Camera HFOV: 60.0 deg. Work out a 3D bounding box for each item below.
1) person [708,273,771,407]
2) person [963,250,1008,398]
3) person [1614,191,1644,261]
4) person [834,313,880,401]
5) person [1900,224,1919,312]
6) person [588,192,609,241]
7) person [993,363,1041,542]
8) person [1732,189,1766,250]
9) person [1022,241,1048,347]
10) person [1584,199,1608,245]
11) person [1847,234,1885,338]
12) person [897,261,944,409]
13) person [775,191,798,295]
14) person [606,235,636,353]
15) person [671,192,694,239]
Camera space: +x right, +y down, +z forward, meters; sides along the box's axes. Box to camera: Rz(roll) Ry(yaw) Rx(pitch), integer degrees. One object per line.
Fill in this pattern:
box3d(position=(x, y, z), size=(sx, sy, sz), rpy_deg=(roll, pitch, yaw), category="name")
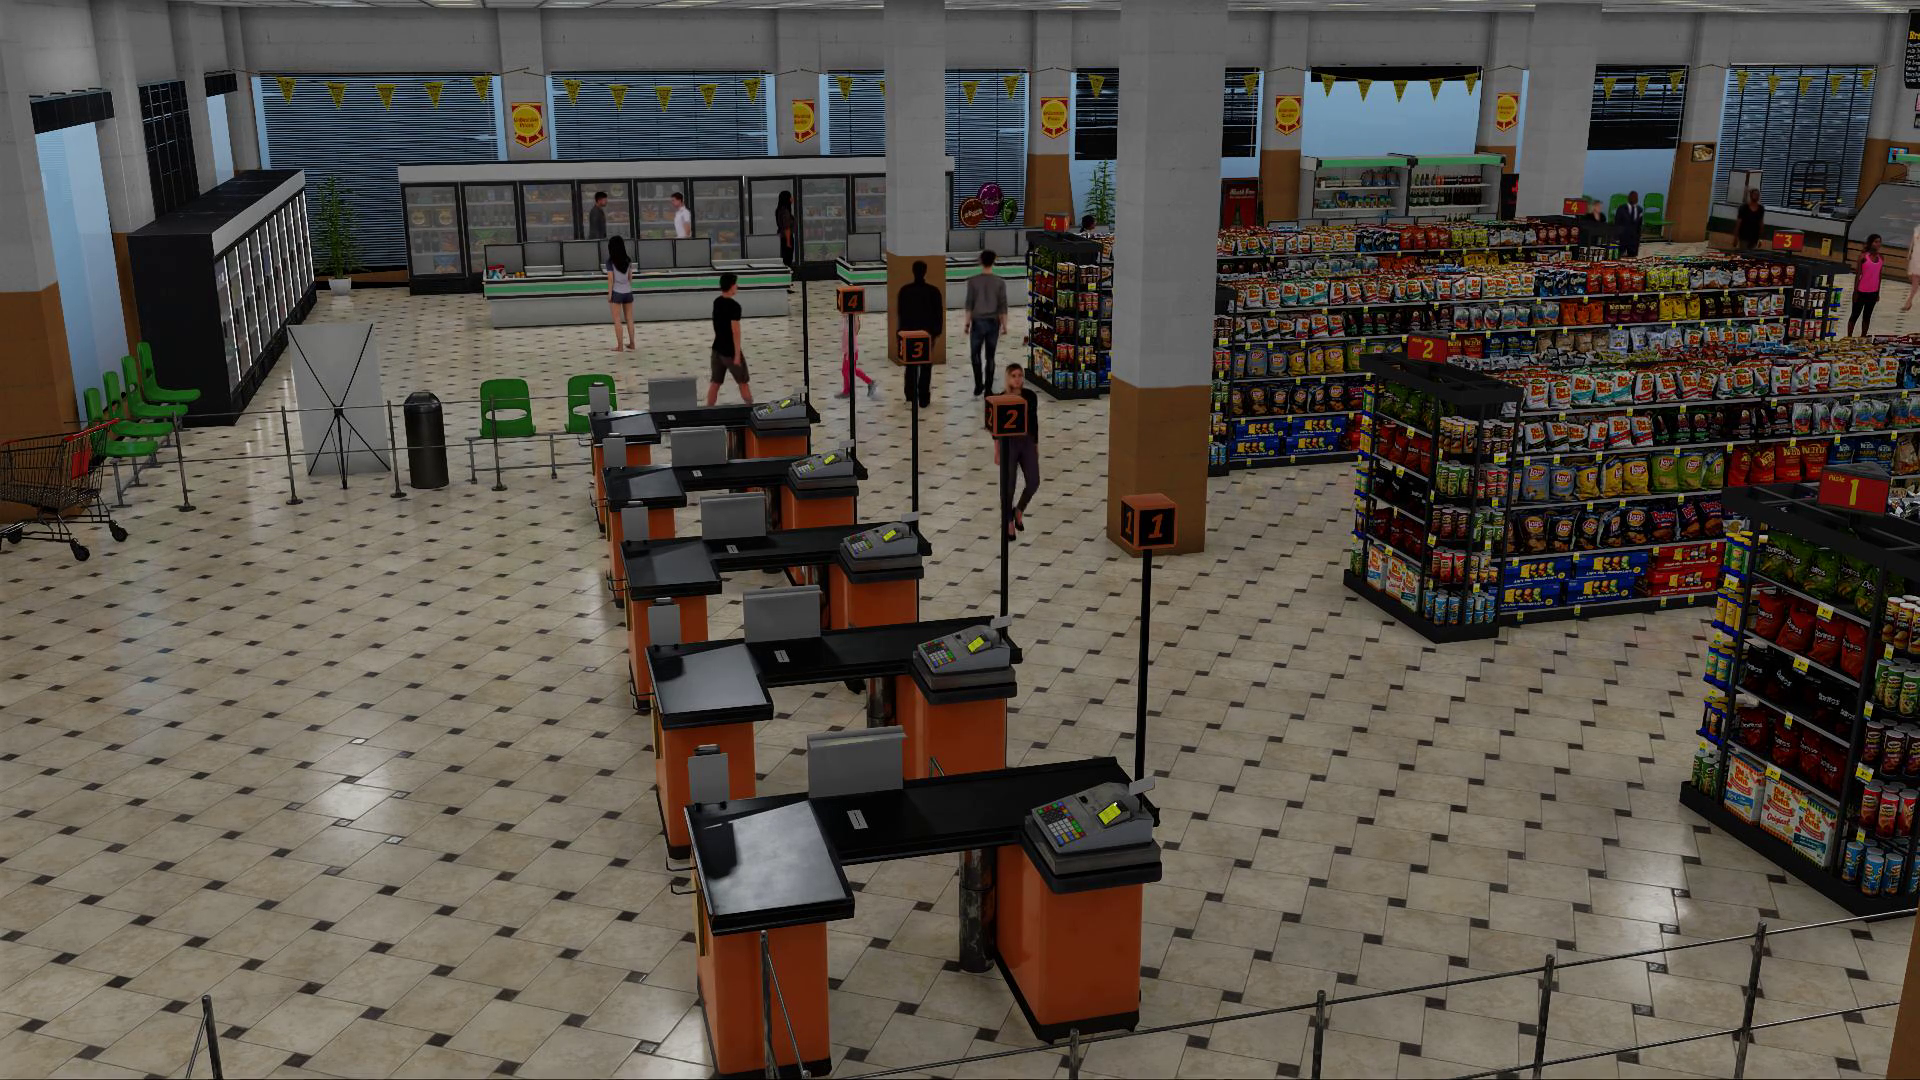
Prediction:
box3d(position=(-2.840, -2.218, 19.735), size=(1.089, 1.817, 1.260), rpy_deg=(14, 22, 39), category="person")
box3d(position=(0.321, -2.731, 21.298), size=(0.672, 1.891, 0.851), rpy_deg=(0, 17, 1), category="person")
box3d(position=(12.183, -5.481, 30.527), size=(1.219, 1.792, 0.945), rpy_deg=(0, 17, -1), category="person")
box3d(position=(-1.342, -2.411, 21.339), size=(0.863, 1.255, 0.682), rpy_deg=(3, 17, 9), category="person")
box3d(position=(16.388, -4.763, 28.287), size=(1.011, 1.719, 0.671), rpy_deg=(-7, 18, -21), category="person")
box3d(position=(-6.625, -5.347, 30.008), size=(0.788, 1.837, 0.820), rpy_deg=(-2, 17, -8), category="person")
box3d(position=(0.492, -0.827, 15.420), size=(0.522, 1.663, 0.694), rpy_deg=(-6, 18, -18), category="person")
box3d(position=(14.670, -5.635, 31.060), size=(1.148, 1.776, 0.925), rpy_deg=(0, 17, -1), category="person")
box3d(position=(1.046, -3.759, 24.995), size=(0.690, 1.710, 0.675), rpy_deg=(-1, 17, -4), category="person")
box3d(position=(11.549, -5.401, 30.486), size=(0.830, 1.661, 0.701), rpy_deg=(-5, 18, -17), category="person")
box3d(position=(13.483, -3.693, 24.760), size=(0.555, 1.720, 0.664), rpy_deg=(0, 17, 0), category="person")
box3d(position=(-0.519, -2.558, 20.838), size=(0.730, 1.827, 0.877), rpy_deg=(3, 17, 10), category="person")
box3d(position=(-3.194, -5.424, 30.259), size=(0.628, 1.838, 0.663), rpy_deg=(-7, 18, -22), category="person")
box3d(position=(-5.045, -3.667, 24.700), size=(0.738, 1.706, 0.638), rpy_deg=(15, 22, 40), category="person")
box3d(position=(-4.943, -5.317, 29.925), size=(0.867, 1.827, 0.947), rpy_deg=(-10, 19, -29), category="person")
